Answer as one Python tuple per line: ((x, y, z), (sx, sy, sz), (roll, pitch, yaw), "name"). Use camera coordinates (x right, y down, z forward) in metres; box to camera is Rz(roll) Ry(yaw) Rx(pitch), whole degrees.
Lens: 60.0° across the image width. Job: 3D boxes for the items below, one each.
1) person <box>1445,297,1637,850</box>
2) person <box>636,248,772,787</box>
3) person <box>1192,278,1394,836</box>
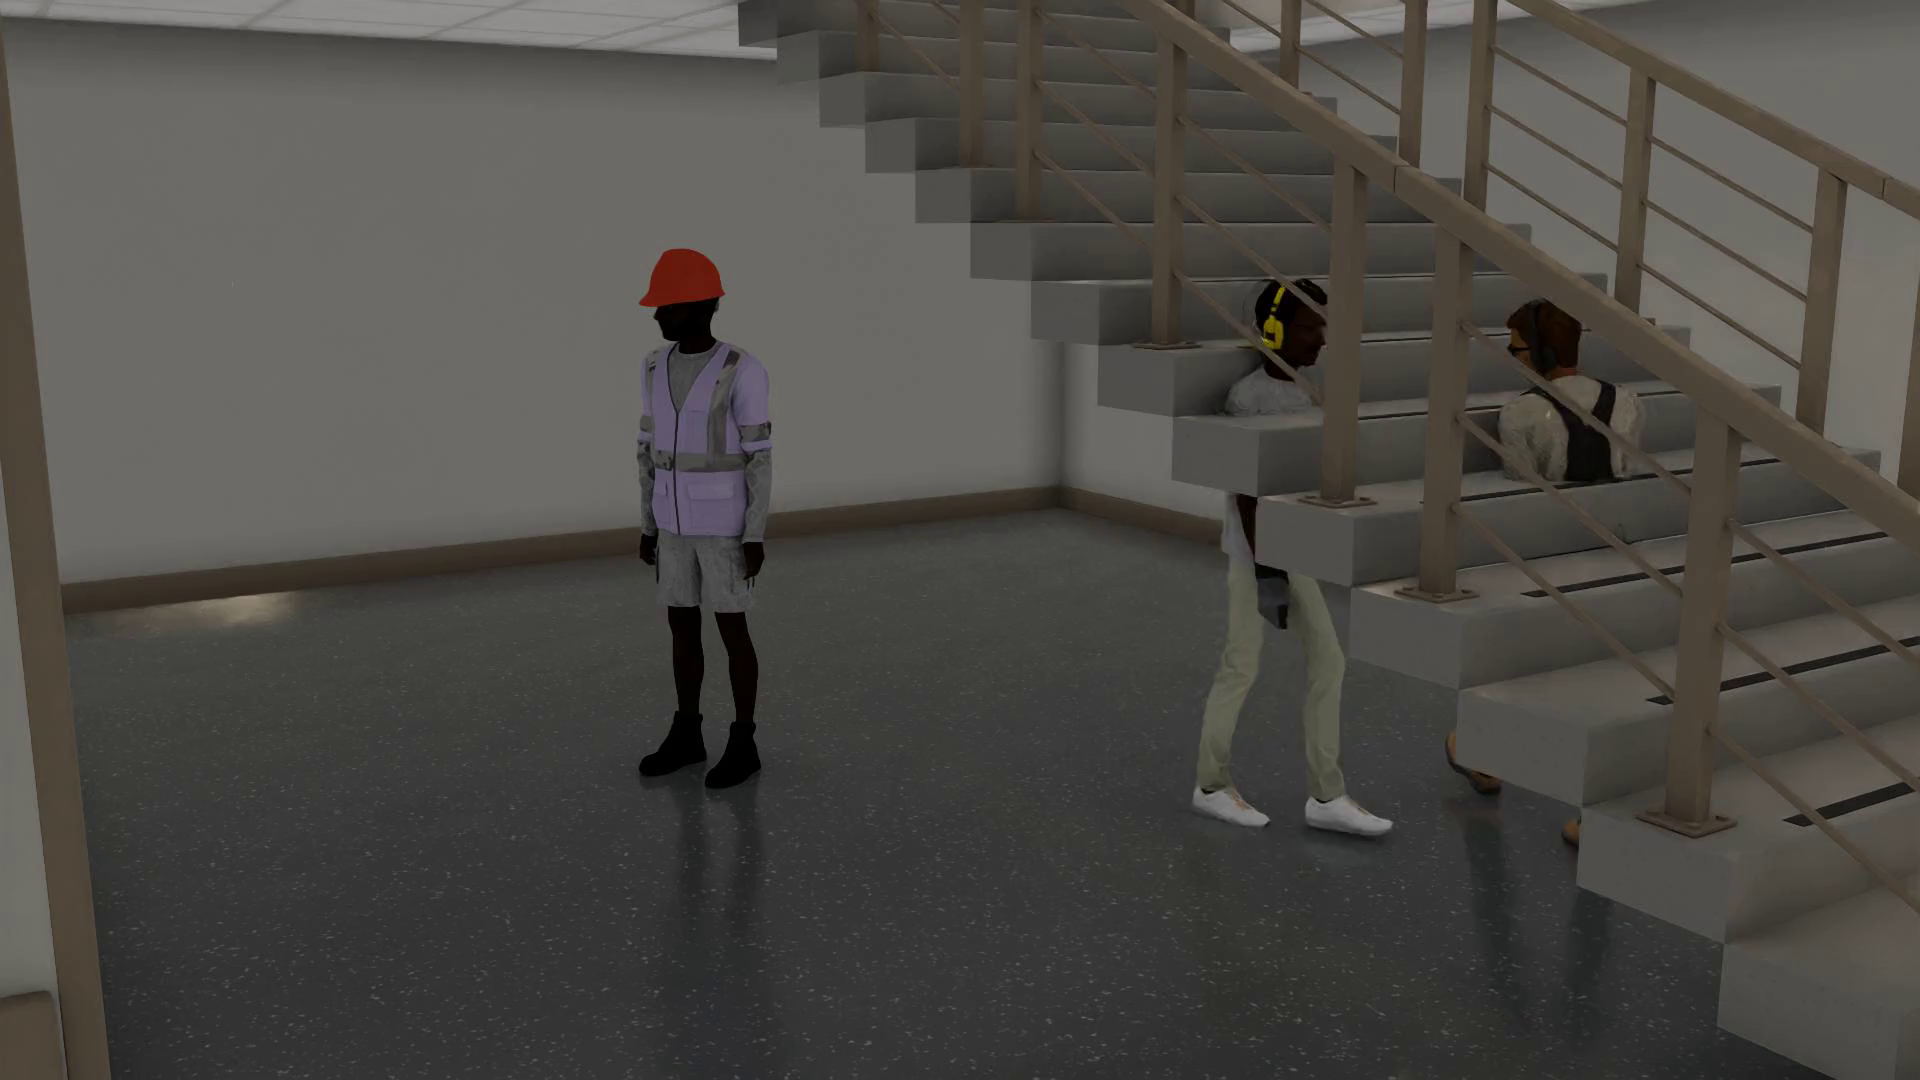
((1.958, 0.097, 5.523), (0.534, 1.775, 0.969), (-2, 11, -10), "person")
((-0.943, -0.068, 5.979), (0.552, 1.933, 0.368), (6, 12, 28), "person")
((1.111, 0.083, 5.430), (0.798, 1.841, 0.517), (9, 14, 41), "person")
